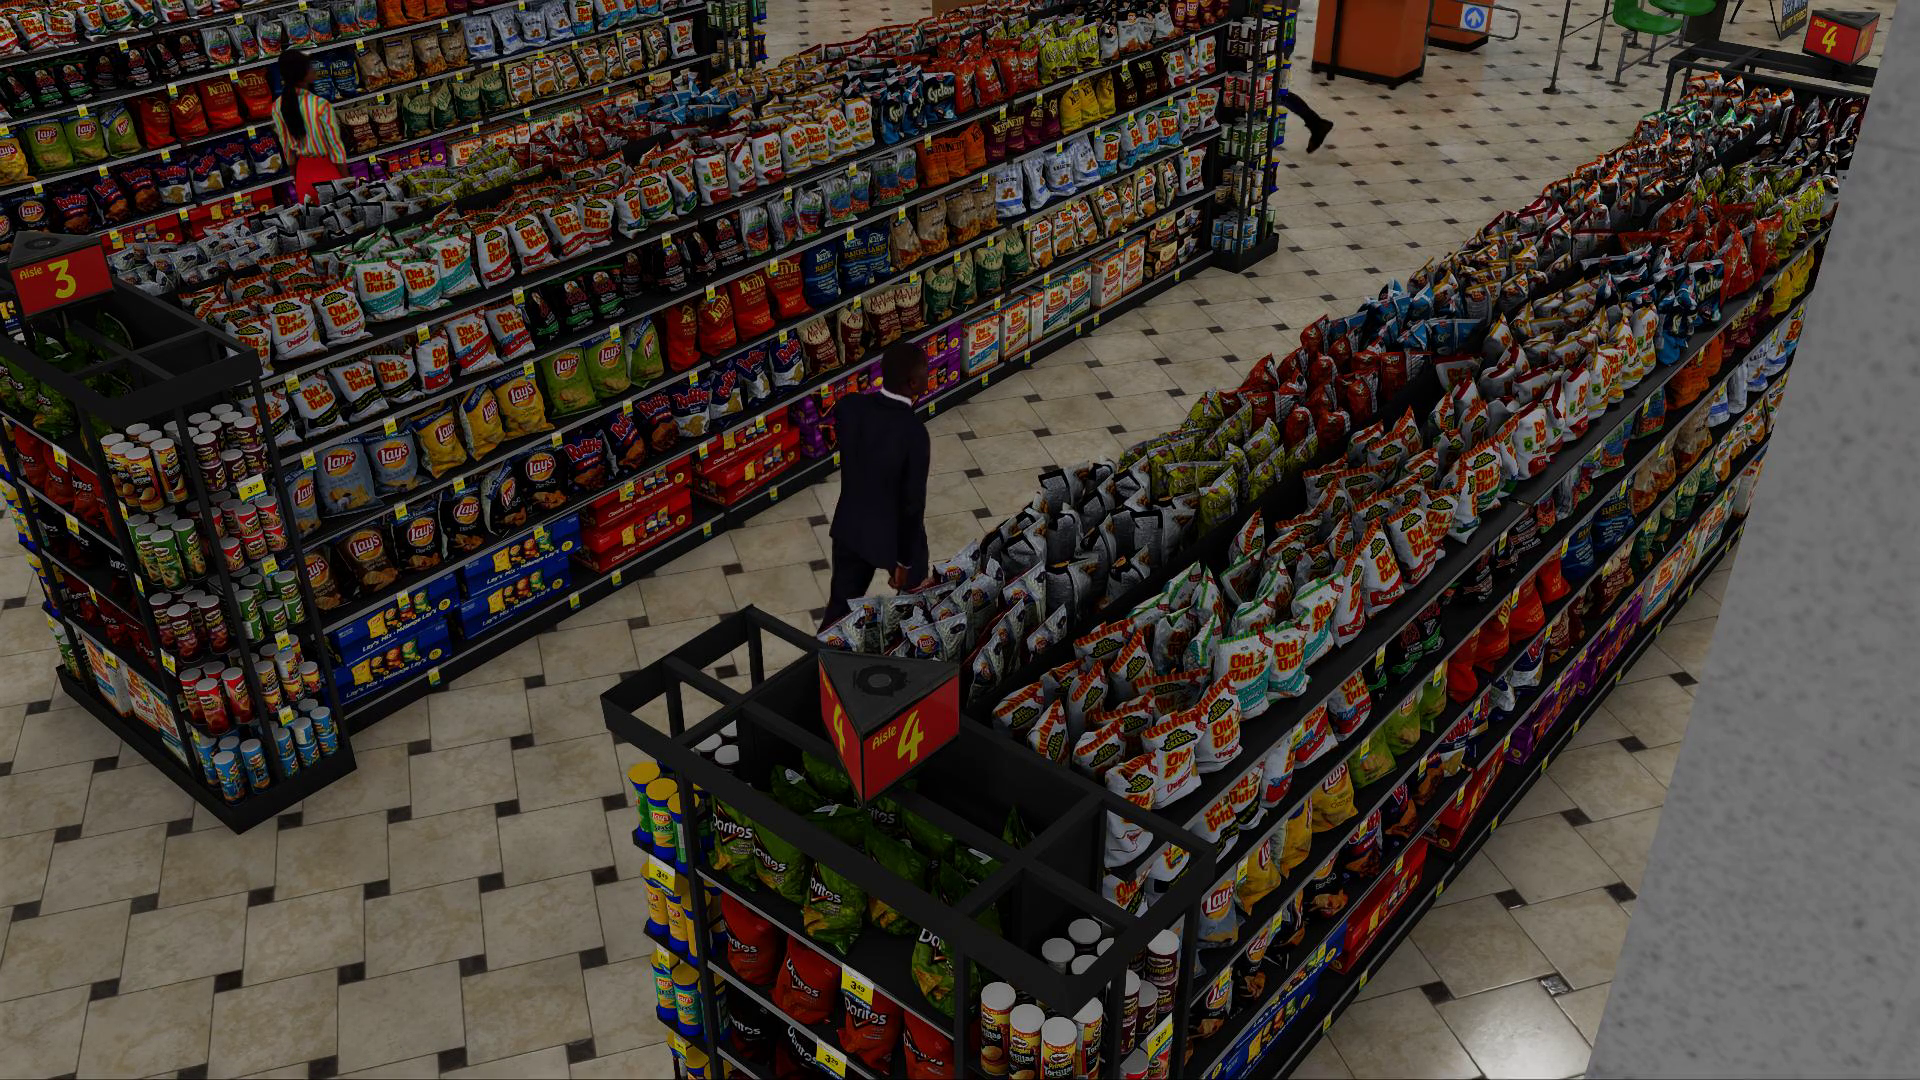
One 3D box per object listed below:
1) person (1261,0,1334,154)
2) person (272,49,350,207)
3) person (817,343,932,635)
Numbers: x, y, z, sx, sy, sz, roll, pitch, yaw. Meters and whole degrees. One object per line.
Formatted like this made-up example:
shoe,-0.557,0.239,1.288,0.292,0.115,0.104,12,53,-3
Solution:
person,2.647,-4.008,13.406,1.141,1.879,1.173,3,32,5
person,-4.073,-2.234,10.635,0.685,1.793,0.689,6,32,9
person,-0.398,0.039,6.987,0.791,1.789,1.262,17,36,25
